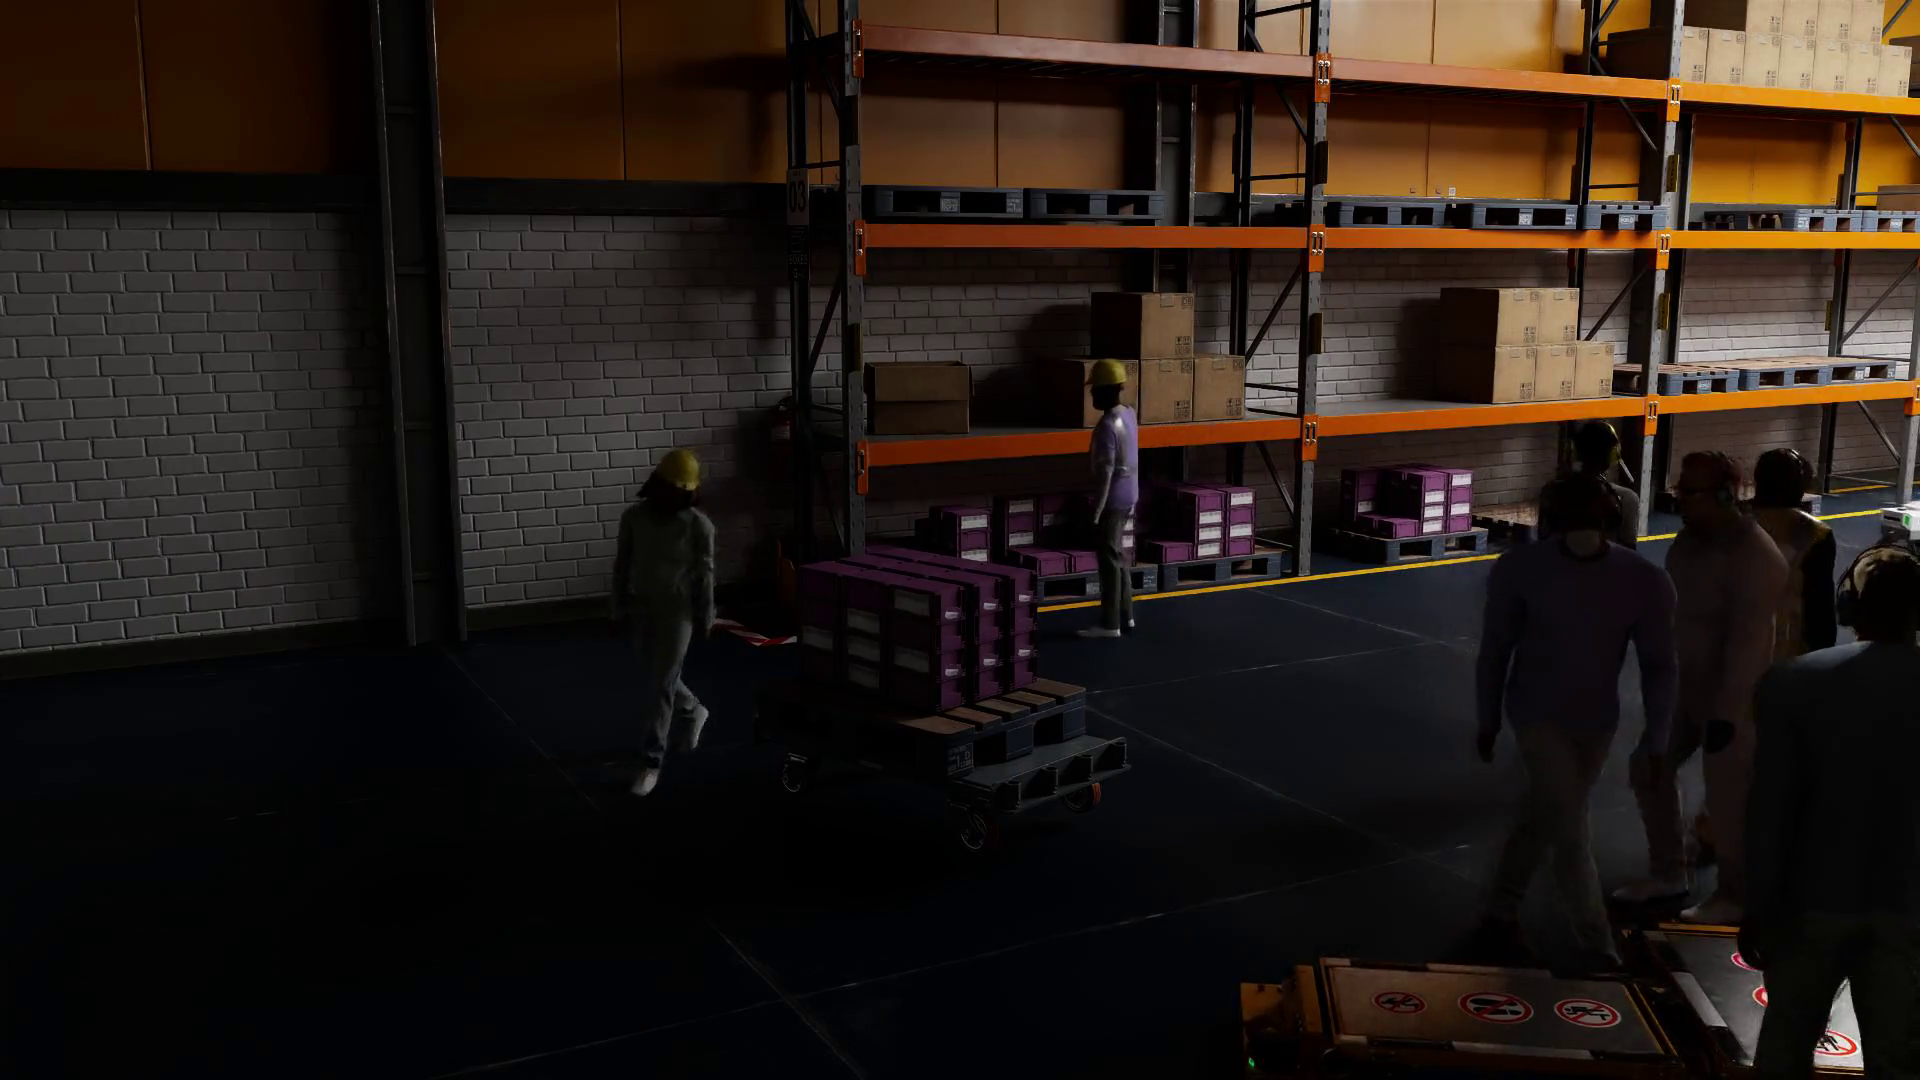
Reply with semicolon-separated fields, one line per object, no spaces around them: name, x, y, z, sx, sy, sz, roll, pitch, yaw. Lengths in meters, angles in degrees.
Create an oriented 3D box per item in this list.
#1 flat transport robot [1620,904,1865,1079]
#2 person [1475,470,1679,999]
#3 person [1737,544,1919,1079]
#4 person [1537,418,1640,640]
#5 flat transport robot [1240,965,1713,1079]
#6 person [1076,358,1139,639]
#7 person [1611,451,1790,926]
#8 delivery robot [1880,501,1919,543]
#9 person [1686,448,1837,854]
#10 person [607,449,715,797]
flat transport robot;2.698;1.572;5.485;0.652;0.197;1.431;1;10;8
person;2.192;0.685;5.924;0.599;1.876;0.916;-1;10;-6
person;2.413;0.951;4.458;0.645;1.874;0.971;3;10;16
person;3.131;0.299;8.375;0.549;1.824;0.992;9;13;42
flat transport robot;1.637;1.593;5.362;1.431;0.197;0.652;1;10;8
person;1.026;-0.277;11.370;0.370;1.927;0.592;4;11;20
person;2.868;0.590;6.493;0.637;1.881;0.680;-1;10;-8
delivery robot;8.376;-0.169;14.423;0.707;0.478;0.477;-2;10;-13
person;3.515;0.482;7.370;0.930;1.797;0.633;-6;12;-33
person;-1.444;0.362;8.359;0.514;1.687;0.819;3;10;18
